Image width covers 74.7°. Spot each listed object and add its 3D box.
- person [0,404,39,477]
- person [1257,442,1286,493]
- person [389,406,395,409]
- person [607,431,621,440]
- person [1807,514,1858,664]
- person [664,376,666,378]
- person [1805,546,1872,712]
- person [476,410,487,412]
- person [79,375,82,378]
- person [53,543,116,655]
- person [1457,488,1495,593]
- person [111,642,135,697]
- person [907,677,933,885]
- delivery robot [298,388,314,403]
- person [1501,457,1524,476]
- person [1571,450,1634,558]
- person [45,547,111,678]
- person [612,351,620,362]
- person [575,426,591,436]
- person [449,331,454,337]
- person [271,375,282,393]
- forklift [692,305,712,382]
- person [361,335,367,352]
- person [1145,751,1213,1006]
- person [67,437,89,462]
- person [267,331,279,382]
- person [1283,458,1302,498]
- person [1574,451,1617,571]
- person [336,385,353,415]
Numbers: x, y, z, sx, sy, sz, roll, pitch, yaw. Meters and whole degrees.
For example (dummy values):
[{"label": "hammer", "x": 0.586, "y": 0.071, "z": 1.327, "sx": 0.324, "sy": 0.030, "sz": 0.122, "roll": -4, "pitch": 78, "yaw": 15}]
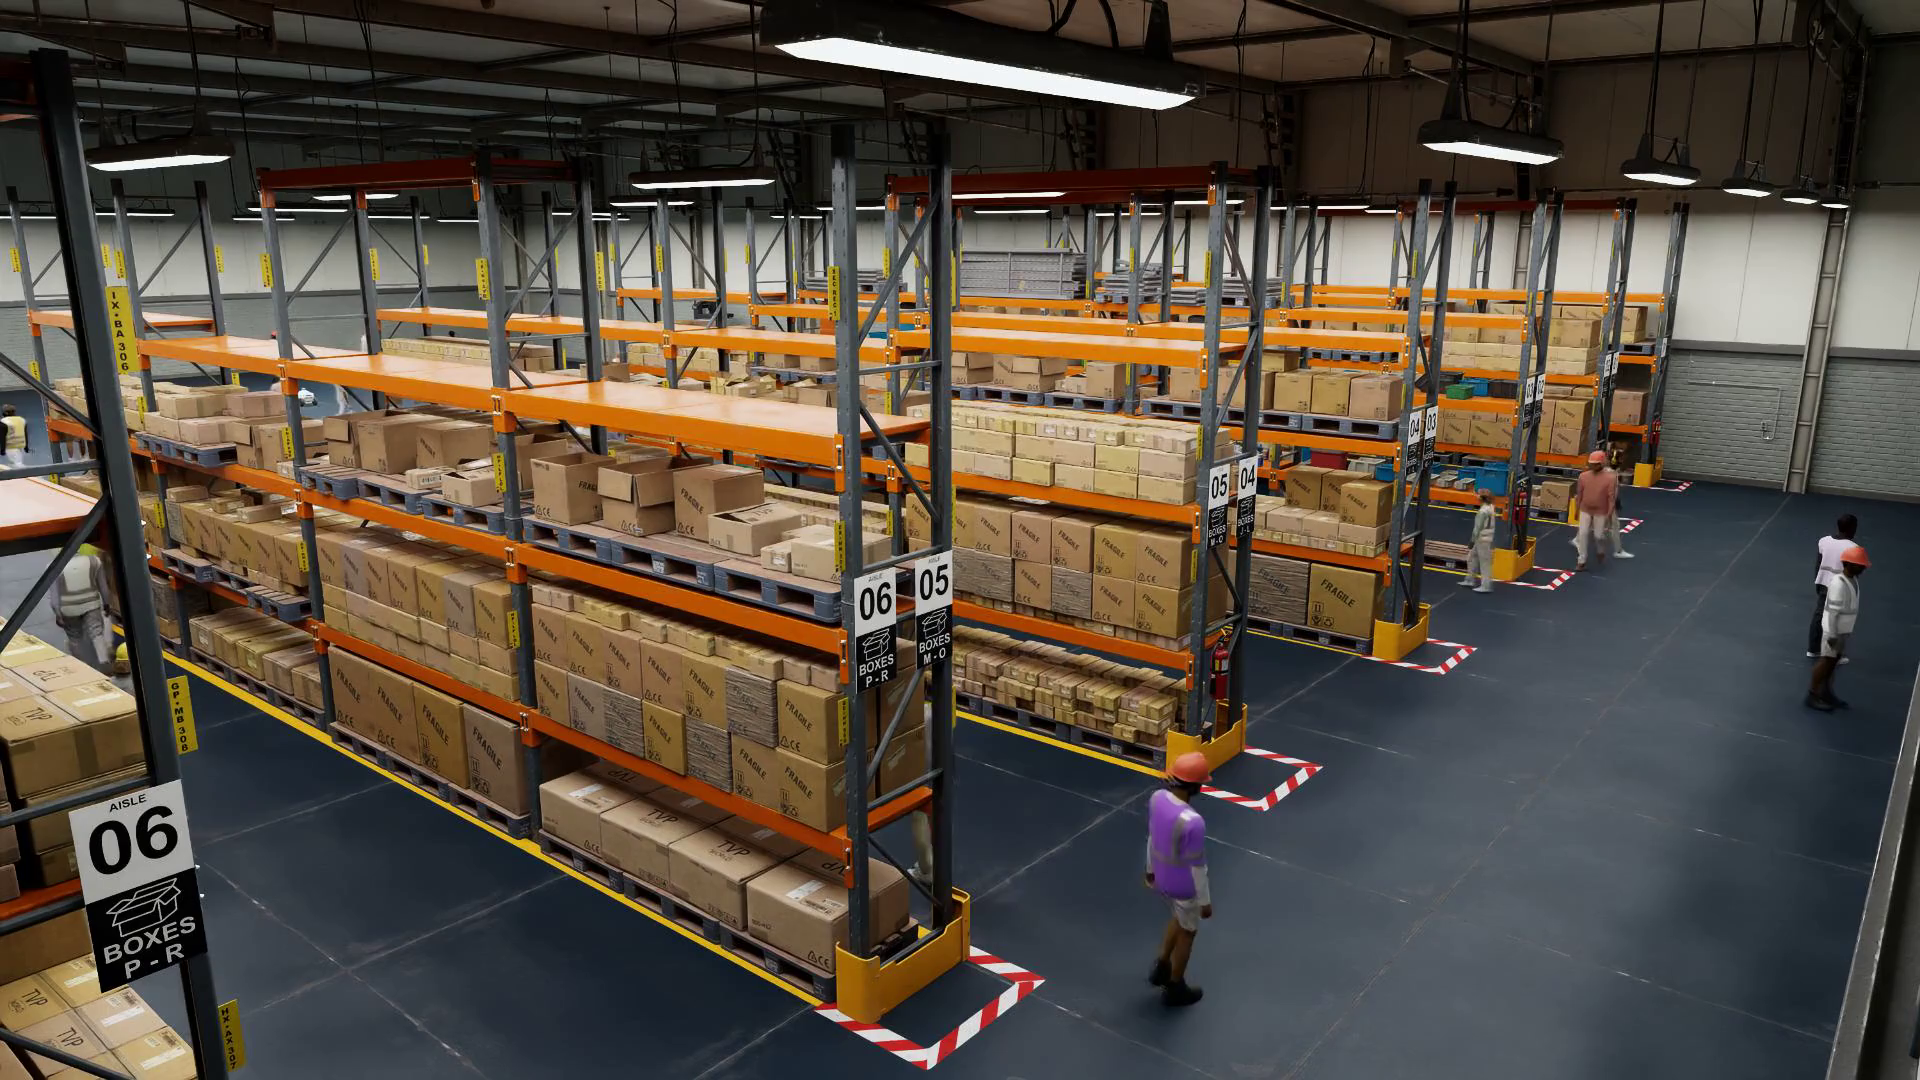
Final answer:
[{"label": "person", "x": -20.333, "y": -2.019, "z": 27.146, "sx": 0.754, "sy": 1.824, "sz": 0.630, "roll": 0, "pitch": 14, "yaw": 1}, {"label": "person", "x": 6.466, "y": -1.953, "z": 26.596, "sx": 0.956, "sy": 1.966, "sz": 0.608, "roll": 11, "pitch": 17, "yaw": 37}, {"label": "person", "x": -14.909, "y": -3.285, "z": 32.811, "sx": 0.823, "sy": 1.601, "sz": 0.508, "roll": 12, "pitch": 18, "yaw": 40}, {"label": "person", "x": -8.132, "y": -2.485, "z": 28.897, "sx": 0.507, "sy": 1.891, "sz": 0.670, "roll": 11, "pitch": 18, "yaw": 39}, {"label": "person", "x": 11.195, "y": 0.611, "z": 16.120, "sx": 0.391, "sy": 1.918, "sz": 0.587, "roll": -2, "pitch": 14, "yaw": -9}, {"label": "person", "x": -8.551, "y": -4.345, "z": 36.464, "sx": 0.365, "sy": 1.939, "sz": 0.636, "roll": 3, "pitch": 14, "yaw": 11}, {"label": "person", "x": 10.124, "y": 1.005, "z": 14.461, "sx": 0.551, "sy": 1.934, "sz": 0.374, "roll": -11, "pitch": 18, "yaw": -39}, {"label": "person", "x": -13.361, "y": -3.898, "z": 35.129, "sx": 0.318, "sy": 1.695, "sz": 0.539, "roll": 11, "pitch": 18, "yaw": 39}, {"label": "person", "x": -22.304, "y": -3.286, "z": 32.250, "sx": 0.599, "sy": 1.865, "sz": 0.423, "roll": -12, "pitch": 18, "yaw": -41}, {"label": "person", "x": -11.454, "y": 0.593, "z": 16.449, "sx": 0.926, "sy": 1.801, "sz": 0.648, "roll": 10, "pitch": 17, "yaw": 35}, {"label": "person", "x": 7.888, "y": -0.007, "z": 19.266, "sx": 0.650, "sy": 1.612, "sz": 0.547, "roll": 9, "pitch": 16, "yaw": 33}, {"label": "person", "x": -7.610, "y": 1.780, "z": 11.698, "sx": 0.488, "sy": 1.737, "sz": 0.324, "roll": 2, "pitch": 14, "yaw": 9}, {"label": "person", "x": -0.370, "y": 1.991, "z": 10.570, "sx": 0.485, "sy": 1.850, "sz": 0.551, "roll": 12, "pitch": 18, "yaw": 41}, {"label": "delivery robot", "x": -21.052, "y": -4.634, "z": 40.430, "sx": 0.707, "sy": 0.478, "sz": 0.477, "roll": 12, "pitch": 18, "yaw": 41}, {"label": "person", "x": 11.355, "y": -1.704, "z": 25.868, "sx": 0.614, "sy": 1.808, "sz": 0.525, "roll": -13, "pitch": 19, "yaw": -42}, {"label": "person", "x": 11.028, "y": -0.645, "z": 21.487, "sx": 0.980, "sy": 1.831, "sz": 0.520, "roll": 9, "pitch": 16, "yaw": 33}, {"label": "person", "x": -10.672, "y": 0.808, "z": 15.316, "sx": 0.885, "sy": 1.918, "sz": 0.624, "roll": 13, "pitch": 19, "yaw": 43}, {"label": "person", "x": -11.273, "y": -5.471, "z": 41.807, "sx": 0.527, "sy": 1.591, "sz": 0.854, "roll": -4, "pitch": 14, "yaw": -15}, {"label": "person", "x": -7.541, "y": -1.708, "z": 25.785, "sx": 0.627, "sy": 1.858, "sz": 0.443, "roll": -2, "pitch": 14, "yaw": -7}, {"label": "person", "x": -19.912, "y": -7.398, "z": 49.578, "sx": 0.535, "sy": 1.670, "sz": 0.780, "roll": -6, "pitch": 15, "yaw": -23}, {"label": "person", "x": -18.360, "y": -3.692, "z": 34.175, "sx": 0.585, "sy": 1.742, "sz": 0.438, "roll": -4, "pitch": 14, "yaw": -17}, {"label": "forklift", "x": -9.511, "y": -7.392, "z": 47.124, "sx": 1.873, "sy": 2.768, "sz": 1.129, "roll": 11, "pitch": 17, "yaw": 38}, {"label": "person", "x": -22.811, "y": -7.282, "z": 48.720, "sx": 0.984, "sy": 1.865, "sz": 0.664, "roll": 7, "pitch": 16, "yaw": 28}, {"label": "person", "x": 1.566, "y": 2.377, "z": 8.863, "sx": 0.424, "sy": 1.910, "sz": 0.605, "roll": -6, "pitch": 15, "yaw": -23}, {"label": "person", "x": -20.983, "y": -2.725, "z": 29.758, "sx": 0.677, "sy": 1.978, "sz": 1.011, "roll": -10, "pitch": 17, "yaw": -36}, {"label": "person", "x": -25.436, "y": -6.802, "z": 46.690, "sx": 0.588, "sy": 1.896, "sz": 0.895, "roll": -3, "pitch": 14, "yaw": -11}, {"label": "person", "x": 6.988, "y": -1.570, "z": 25.392, "sx": 0.950, "sy": 1.767, "sz": 0.604, "roll": 6, "pitch": 15, "yaw": 22}, {"label": "person", "x": 10.350, "y": -0.493, "z": 20.545, "sx": 0.629, "sy": 1.975, "sz": 0.632, "roll": 12, "pitch": 18, "yaw": 41}, {"label": "person", "x": -16.644, "y": -3.746, "z": 34.240, "sx": 0.976, "sy": 1.817, "sz": 0.545, "roll": -7, "pitch": 15, "yaw": -28}]
